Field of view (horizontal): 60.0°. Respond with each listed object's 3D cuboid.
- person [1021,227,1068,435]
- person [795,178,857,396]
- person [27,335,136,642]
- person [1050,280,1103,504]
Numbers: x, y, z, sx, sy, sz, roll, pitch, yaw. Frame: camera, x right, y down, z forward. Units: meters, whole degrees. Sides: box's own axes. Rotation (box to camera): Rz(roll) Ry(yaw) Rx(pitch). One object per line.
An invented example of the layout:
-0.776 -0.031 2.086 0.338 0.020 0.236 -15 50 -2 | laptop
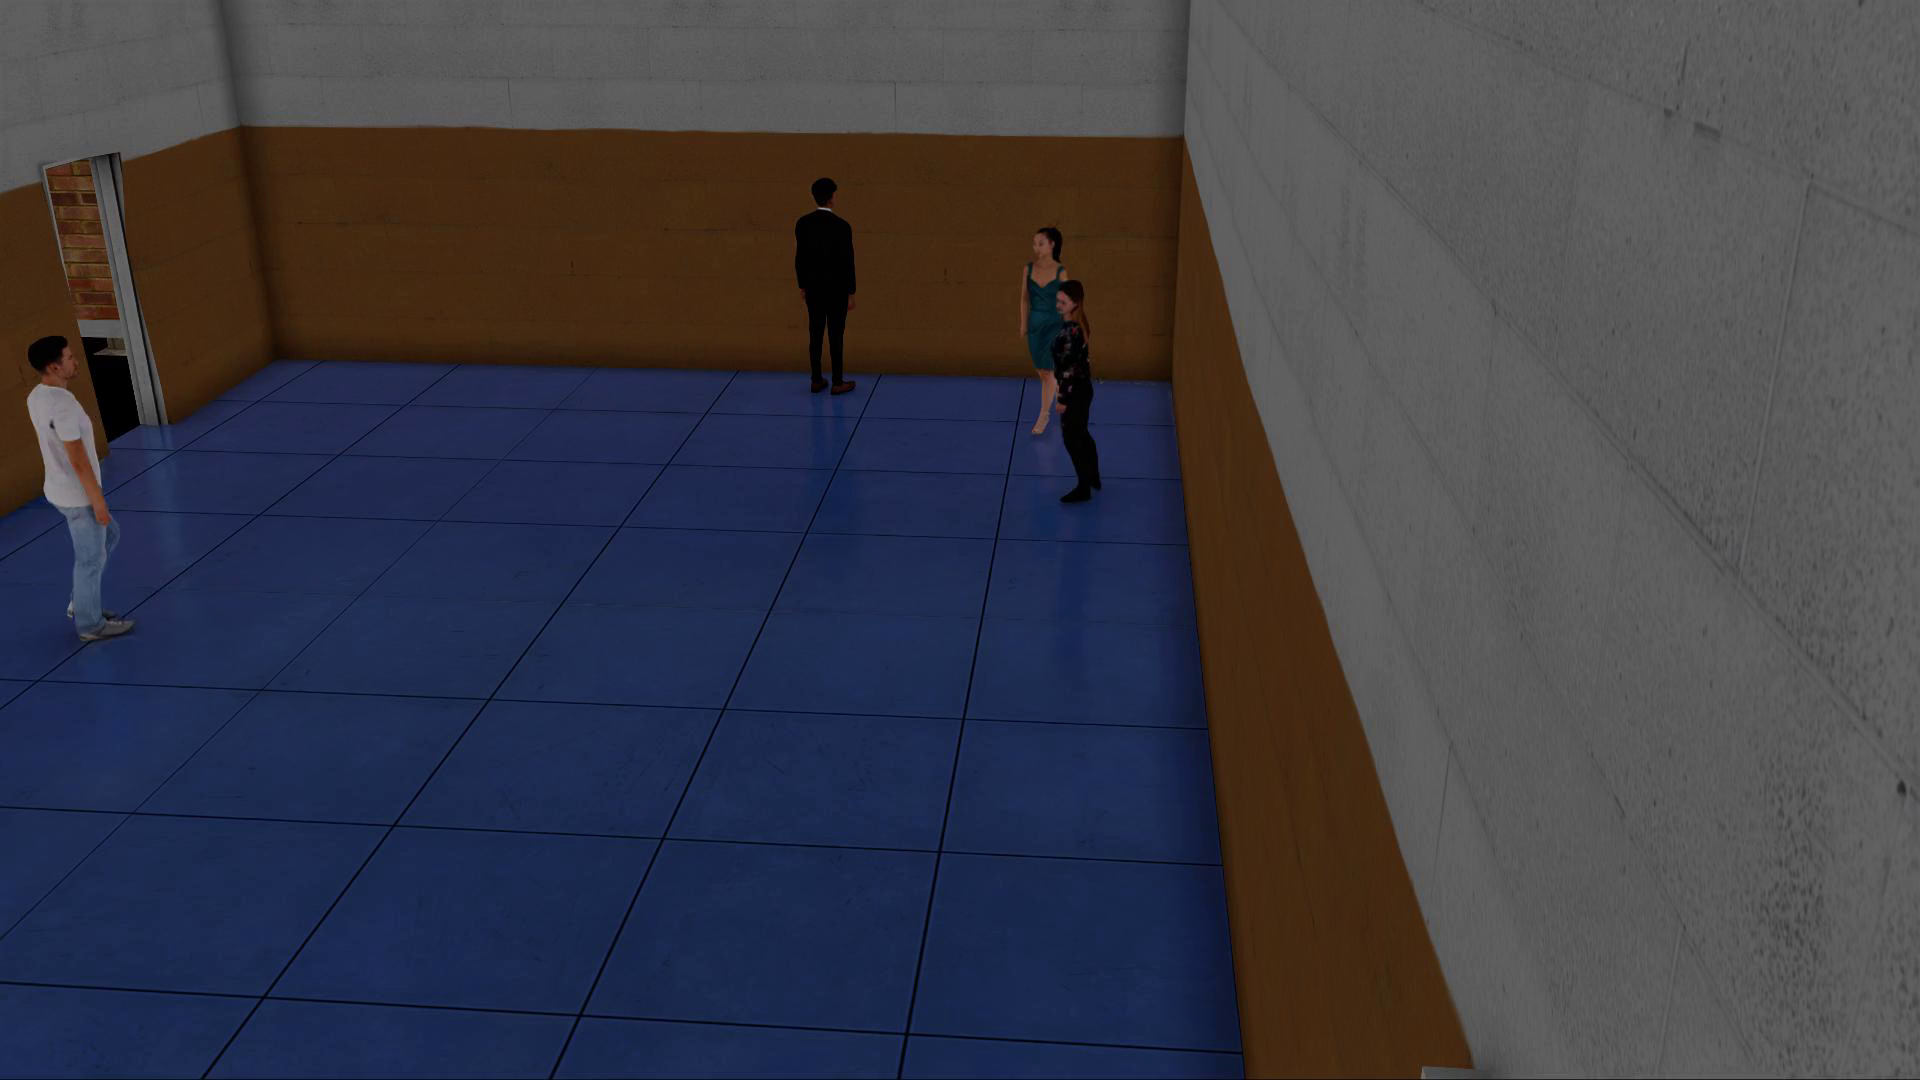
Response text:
0.738 -1.726 13.612 1.041 1.658 0.909 9 24 22 | person
-1.179 -2.214 14.527 0.612 1.881 0.823 9 24 21 | person
-5.258 -0.265 9.722 0.860 1.848 0.794 -19 29 -39 | person
0.883 -1.068 11.986 0.632 1.649 0.768 9 24 21 | person
